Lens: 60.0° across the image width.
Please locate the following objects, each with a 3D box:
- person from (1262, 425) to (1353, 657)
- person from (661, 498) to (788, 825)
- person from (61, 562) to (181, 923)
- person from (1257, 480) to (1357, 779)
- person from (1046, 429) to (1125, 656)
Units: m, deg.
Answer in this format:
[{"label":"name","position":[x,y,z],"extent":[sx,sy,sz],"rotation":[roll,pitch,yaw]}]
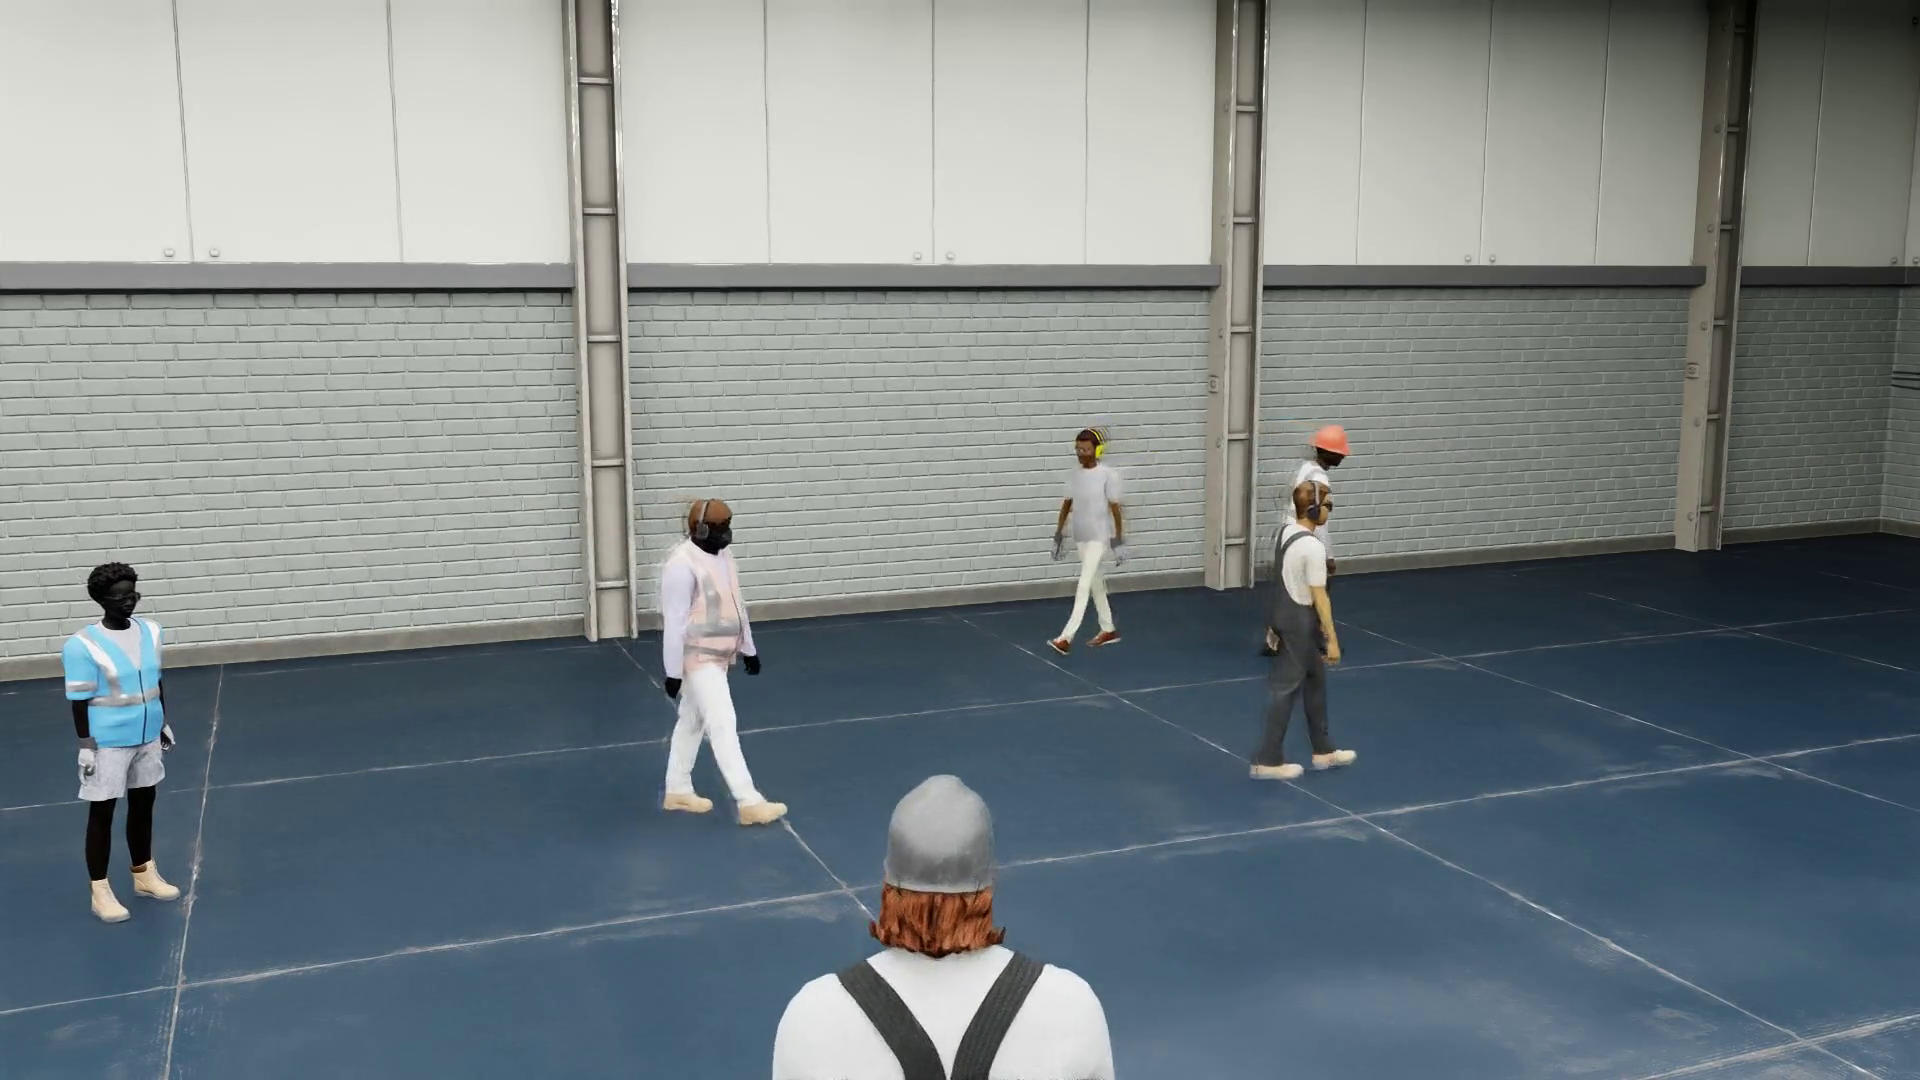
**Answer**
[{"label":"person","position":[2.749,0.030,13.033],"extent":[0.757,1.874,0.573],"rotation":[1,9,9]},{"label":"person","position":[-1.303,0.670,9.229],"extent":[0.892,1.801,0.648],"rotation":[2,9,15]},{"label":"person","position":[-3.973,0.938,7.902],"extent":[0.320,1.695,0.538],"rotation":[4,10,23]},{"label":"person","position":[2.156,0.547,9.973],"extent":[0.808,1.815,0.551],"rotation":[-1,9,-9]},{"label":"person","position":[0.973,0.015,13.350],"extent":[0.568,1.802,1.003],"rotation":[9,13,44]}]
